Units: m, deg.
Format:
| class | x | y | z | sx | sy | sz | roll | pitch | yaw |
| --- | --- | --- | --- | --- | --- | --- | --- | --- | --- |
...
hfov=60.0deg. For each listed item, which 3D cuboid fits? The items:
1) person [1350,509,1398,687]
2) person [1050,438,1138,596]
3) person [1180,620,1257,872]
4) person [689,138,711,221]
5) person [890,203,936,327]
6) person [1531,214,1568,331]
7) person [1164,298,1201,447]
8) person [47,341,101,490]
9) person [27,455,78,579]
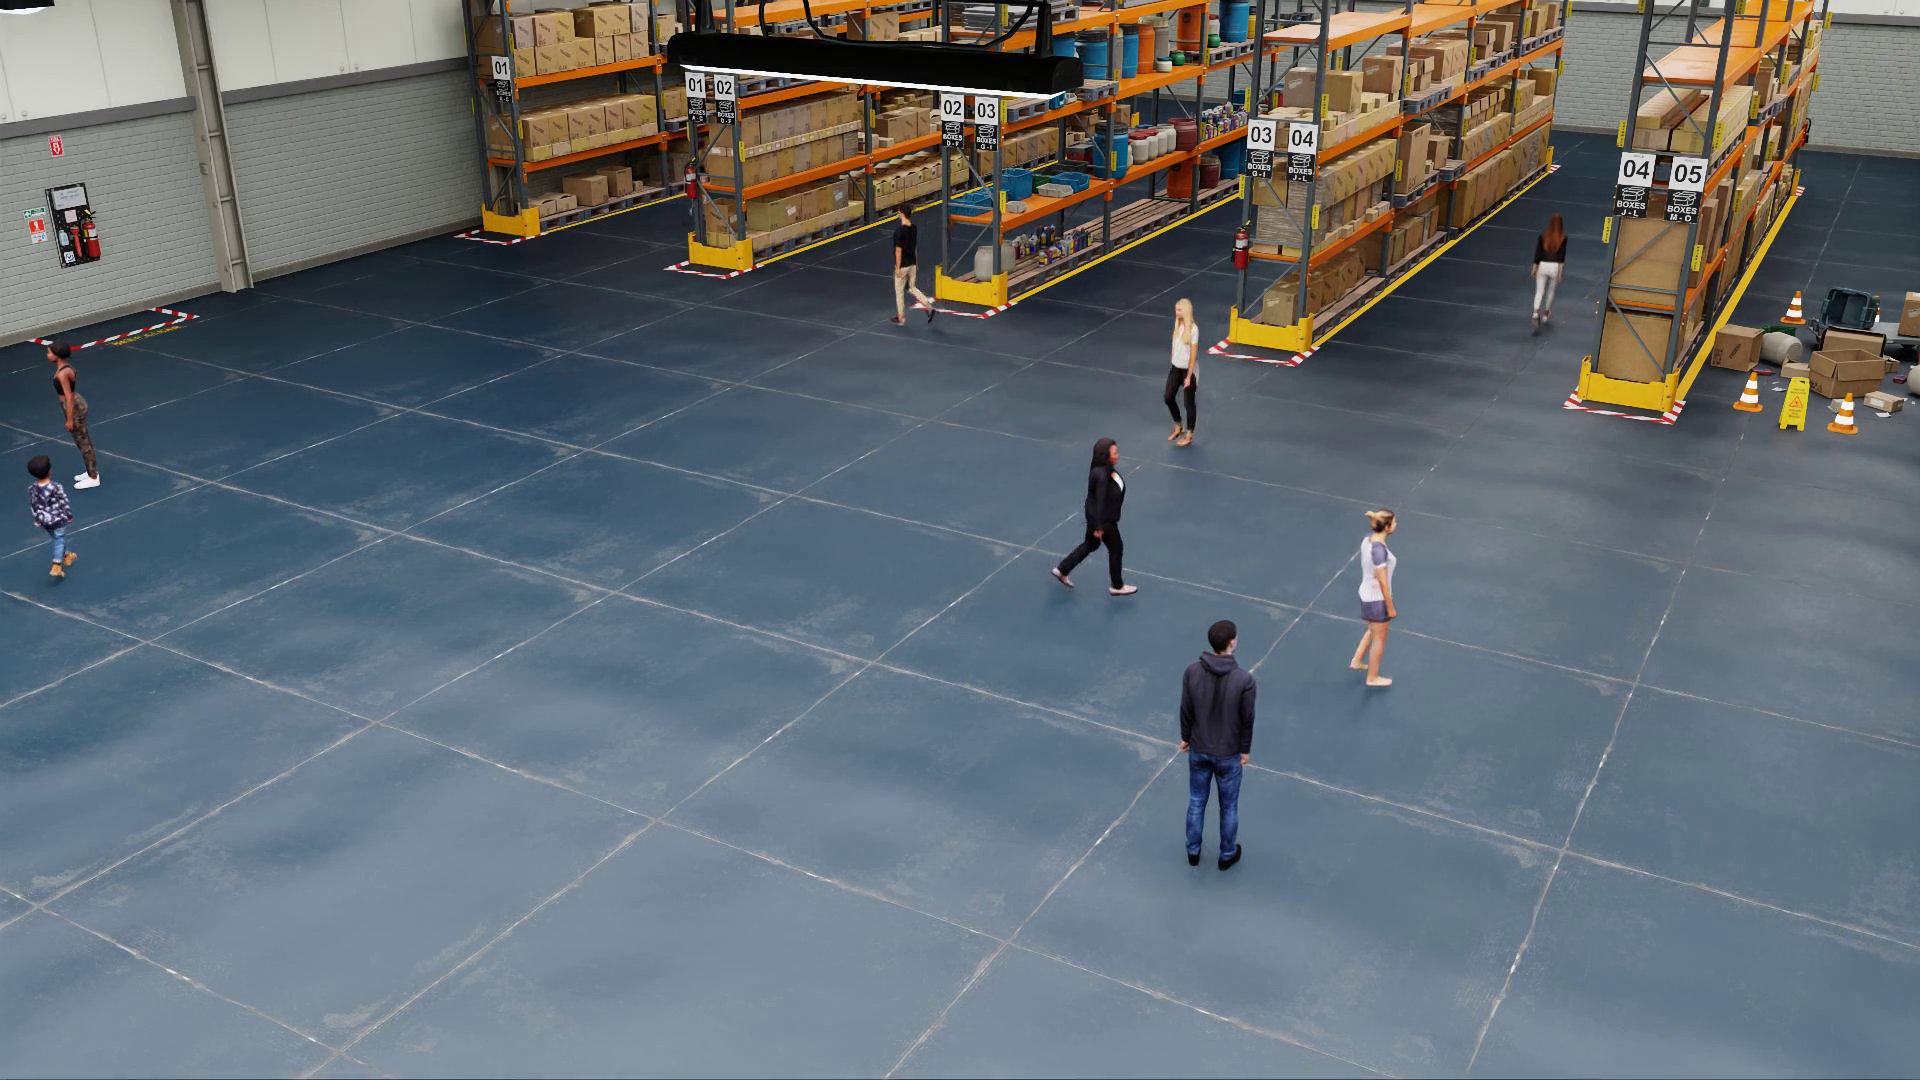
| class | x | y | z | sx | sy | sz | roll | pitch | yaw |
| --- | --- | --- | --- | --- | --- | --- | --- | --- | --- |
| person | 3.519 | 0.499 | 14.254 | 0.765 | 1.617 | 0.688 | -1 | 23 | -1 |
| person | 1.273 | -0.199 | 15.932 | 1.038 | 1.589 | 1.118 | 0 | 23 | 1 |
| person | 1.789 | 1.450 | 11.669 | 0.705 | 1.890 | 0.627 | 8 | 24 | 19 |
| person | -4.958 | -6.830 | 31.574 | 0.574 | 1.549 | 0.787 | 17 | 28 | 34 |
| person | -0.725 | -4.055 | 24.673 | 0.773 | 1.844 | 0.963 | 16 | 28 | 33 |
| person | 8.709 | -3.949 | 24.655 | 0.690 | 1.664 | 1.159 | 9 | 25 | 20 |
| person | 2.767 | -2.020 | 19.931 | 0.727 | 1.810 | 0.714 | -20 | 30 | -39 |
| person | -9.944 | -1.424 | 18.670 | 0.706 | 1.699 | 0.663 | -9 | 25 | -20 |
| person | -8.982 | -0.215 | 16.427 | 0.780 | 1.230 | 0.919 | -2 | 23 | -4 |
